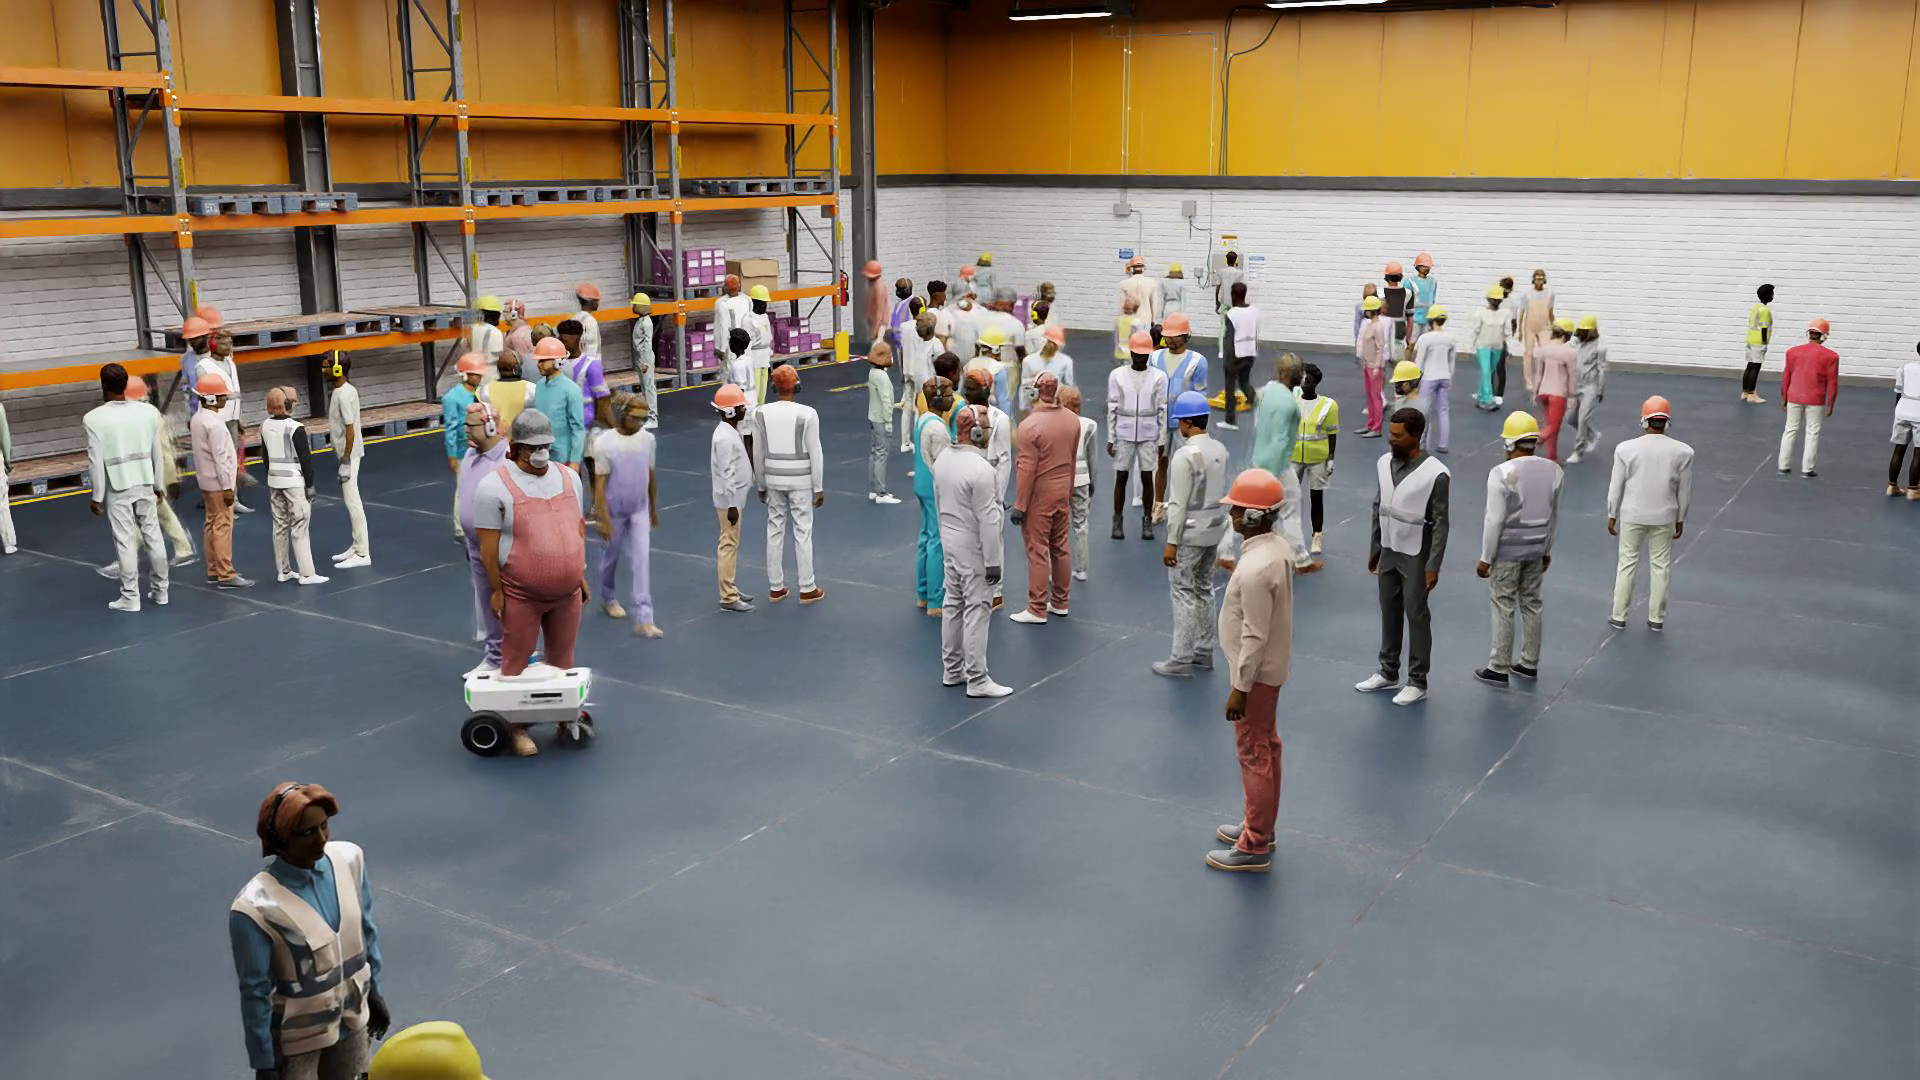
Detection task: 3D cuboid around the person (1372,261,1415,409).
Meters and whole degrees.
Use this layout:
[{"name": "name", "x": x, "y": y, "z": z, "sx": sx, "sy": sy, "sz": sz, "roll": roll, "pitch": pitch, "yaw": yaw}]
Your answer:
[{"name": "person", "x": 5.971, "y": -2.835, "z": 23.096, "sx": 0.615, "sy": 2.043, "sz": 0.373, "roll": -1, "pitch": 13, "yaw": -4}]

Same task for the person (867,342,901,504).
[{"name": "person", "x": -0.787, "y": -1.187, "z": 16.847, "sx": 0.284, "sy": 1.633, "sz": 0.500, "roll": -4, "pitch": 14, "yaw": -17}]

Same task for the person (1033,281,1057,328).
[{"name": "person", "x": 1.223, "y": -2.567, "z": 22.421, "sx": 0.660, "sy": 1.817, "sz": 0.519, "roll": 9, "pitch": 16, "yaw": 35}]

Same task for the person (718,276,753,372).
[{"name": "person", "x": -3.032, "y": -2.622, "z": 22.523, "sx": 0.359, "sy": 1.884, "sz": 0.573, "roll": 11, "pitch": 17, "yaw": 39}]

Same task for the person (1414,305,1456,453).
[{"name": "person", "x": 5.586, "y": -1.889, "z": 19.640, "sx": 0.535, "sy": 1.756, "sz": 0.374, "roll": -4, "pitch": 14, "yaw": -18}]

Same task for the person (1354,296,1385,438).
[{"name": "person", "x": 5.139, "y": -2.162, "z": 20.789, "sx": 0.328, "sy": 1.765, "sz": 0.528, "roll": 0, "pitch": 13, "yaw": -1}]

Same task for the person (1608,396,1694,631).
[{"name": "person", "x": 5.083, "y": -0.197, "z": 12.308, "sx": 0.566, "sy": 1.744, "sz": 0.349, "roll": 3, "pitch": 13, "yaw": 13}]

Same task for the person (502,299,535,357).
[{"name": "person", "x": -4.939, "y": -1.731, "z": 18.610, "sx": 0.408, "sy": 1.909, "sz": 0.638, "roll": -2, "pitch": 13, "yaw": -9}]

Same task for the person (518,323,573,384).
[{"name": "person", "x": -3.888, "y": -1.082, "z": 15.726, "sx": 0.628, "sy": 1.940, "sz": 0.373, "roll": 4, "pitch": 13, "yaw": 15}]

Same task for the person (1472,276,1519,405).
[{"name": "person", "x": 7.618, "y": -2.830, "z": 23.550, "sx": 0.460, "sy": 1.829, "sz": 0.620, "roll": -9, "pitch": 16, "yaw": -35}]

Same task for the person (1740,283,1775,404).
[{"name": "person", "x": 11.391, "y": -2.803, "z": 23.714, "sx": 0.320, "sy": 1.695, "sz": 0.538, "roll": 2, "pitch": 13, "yaw": 9}]

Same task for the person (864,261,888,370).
[{"name": "person", "x": -1.299, "y": -3.254, "z": 25.156, "sx": 0.405, "sy": 1.951, "sz": 0.784, "roll": -4, "pitch": 13, "yaw": -16}]

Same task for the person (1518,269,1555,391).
[{"name": "person", "x": 8.591, "y": -3.110, "z": 24.760, "sx": 0.557, "sy": 1.824, "sz": 0.579, "roll": 2, "pitch": 13, "yaw": 7}]

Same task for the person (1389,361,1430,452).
[{"name": "person", "x": 3.836, "y": -0.664, "z": 14.321, "sx": 0.342, "sy": 1.754, "sz": 0.531, "roll": -3, "pitch": 13, "yaw": -13}]

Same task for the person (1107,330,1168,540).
[{"name": "person", "x": 1.617, "y": -0.949, "z": 15.176, "sx": 0.548, "sy": 1.929, "sz": 0.388, "roll": 1, "pitch": 13, "yaw": 5}]

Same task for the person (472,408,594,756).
[{"name": "person", "x": -2.452, "y": 0.234, "z": 9.792, "sx": 0.684, "sy": 2.000, "sz": 0.538, "roll": -12, "pitch": 18, "yaw": -43}]

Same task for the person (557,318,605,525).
[{"name": "person", "x": -3.642, "y": -1.130, "z": 15.868, "sx": 0.608, "sy": 1.965, "sz": 0.370, "roll": 9, "pitch": 16, "yaw": 33}]

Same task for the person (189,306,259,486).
[{"name": "person", "x": -7.805, "y": -1.483, "z": 17.449, "sx": 0.690, "sy": 1.945, "sz": 0.631, "roll": 5, "pitch": 14, "yaw": 21}]

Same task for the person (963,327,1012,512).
[{"name": "person", "x": 0.288, "y": -1.181, "z": 16.404, "sx": 0.403, "sy": 1.826, "sz": 0.605, "roll": -10, "pitch": 16, "yaw": -38}]

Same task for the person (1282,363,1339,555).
[{"name": "person", "x": 3.048, "y": -0.714, "z": 14.656, "sx": 0.542, "sy": 1.695, "sz": 0.316, "roll": 6, "pitch": 14, "yaw": 23}]

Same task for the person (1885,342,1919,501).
[{"name": "person", "x": 9.755, "y": -1.236, "z": 16.946, "sx": 0.320, "sy": 1.686, "sz": 0.539, "roll": -6, "pitch": 14, "yaw": -24}]

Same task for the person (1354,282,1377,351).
[{"name": "person", "x": 6.165, "y": -3.054, "z": 24.959, "sx": 0.521, "sy": 1.612, "sz": 0.367, "roll": 2, "pitch": 13, "yaw": 10}]

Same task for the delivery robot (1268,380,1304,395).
[{"name": "delivery robot", "x": 4.516, "y": -2.033, "z": 22.677, "sx": 0.477, "sy": 0.478, "sz": 0.707, "roll": -7, "pitch": 14, "yaw": -27}]

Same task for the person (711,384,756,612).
[{"name": "person", "x": -1.752, "y": -0.331, "z": 12.859, "sx": 0.320, "sy": 1.756, "sz": 0.563, "roll": -1, "pitch": 13, "yaw": -6}]

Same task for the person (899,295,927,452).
[{"name": "person", "x": -0.533, "y": -1.949, "z": 19.647, "sx": 0.542, "sy": 1.868, "sz": 0.316, "roll": 13, "pitch": 18, "yaw": 43}]

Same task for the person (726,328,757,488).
[{"name": "person", "x": -2.311, "y": -1.393, "z": 17.605, "sx": 0.317, "sy": 1.696, "sz": 0.538, "roll": 0, "pitch": 13, "yaw": 2}]

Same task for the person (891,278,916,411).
[{"name": "person", "x": -0.738, "y": -2.700, "z": 22.985, "sx": 0.431, "sy": 1.835, "sz": 0.624, "roll": -6, "pitch": 14, "yaw": -23}]

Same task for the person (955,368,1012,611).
[{"name": "person", "x": 0.147, "y": -0.384, "z": 12.816, "sx": 0.351, "sy": 1.882, "sz": 0.581, "roll": -11, "pitch": 17, "yaw": -40}]

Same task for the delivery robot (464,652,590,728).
[{"name": "delivery robot", "x": -2.570, "y": 0.907, "z": 9.920, "sx": 0.707, "sy": 0.478, "sz": 0.477, "roll": -2, "pitch": 13, "yaw": -7}]

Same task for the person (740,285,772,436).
[{"name": "person", "x": -2.475, "y": -2.177, "z": 20.502, "sx": 0.376, "sy": 1.922, "sz": 0.594, "roll": 4, "pitch": 14, "yaw": 18}]

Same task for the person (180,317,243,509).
[{"name": "person", "x": -7.441, "y": -1.251, "z": 16.484, "sx": 0.550, "sy": 1.928, "sz": 0.393, "roll": 2, "pitch": 13, "yaw": 8}]

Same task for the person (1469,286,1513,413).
[{"name": "person", "x": 7.311, "y": -2.606, "z": 22.790, "sx": 0.549, "sy": 1.714, "sz": 0.893, "roll": -2, "pitch": 13, "yaw": -9}]

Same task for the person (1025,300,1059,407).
[{"name": "person", "x": 0.935, "y": -1.815, "z": 19.077, "sx": 0.510, "sy": 1.862, "sz": 0.320, "roll": -9, "pitch": 16, "yaw": -35}]

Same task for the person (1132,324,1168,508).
[{"name": "person", "x": 1.931, "y": -1.222, "z": 16.522, "sx": 0.350, "sy": 1.856, "sz": 0.524, "roll": -12, "pitch": 17, "yaw": -41}]

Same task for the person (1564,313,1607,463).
[{"name": "person", "x": 7.216, "y": -1.759, "z": 19.128, "sx": 0.580, "sy": 1.711, "sz": 0.512, "roll": -9, "pitch": 16, "yaw": -34}]

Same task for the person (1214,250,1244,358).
[{"name": "person", "x": 4.697, "y": -4.096, "z": 28.950, "sx": 0.535, "sy": 1.868, "sz": 0.313, "roll": 5, "pitch": 14, "yaw": 22}]

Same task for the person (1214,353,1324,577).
[{"name": "person", "x": 2.582, "y": -0.605, "z": 13.806, "sx": 0.983, "sy": 1.893, "sz": 0.631, "roll": -2, "pitch": 13, "yaw": -7}]

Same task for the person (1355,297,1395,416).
[{"name": "person", "x": 5.602, "y": -2.428, "z": 22.246, "sx": 0.547, "sy": 1.616, "sz": 0.641, "roll": -4, "pitch": 14, "yaw": -19}]

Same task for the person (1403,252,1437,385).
[{"name": "person", "x": 6.996, "y": -3.336, "z": 25.273, "sx": 0.612, "sy": 2.043, "sz": 0.374, "roll": -6, "pitch": 14, "yaw": -26}]
